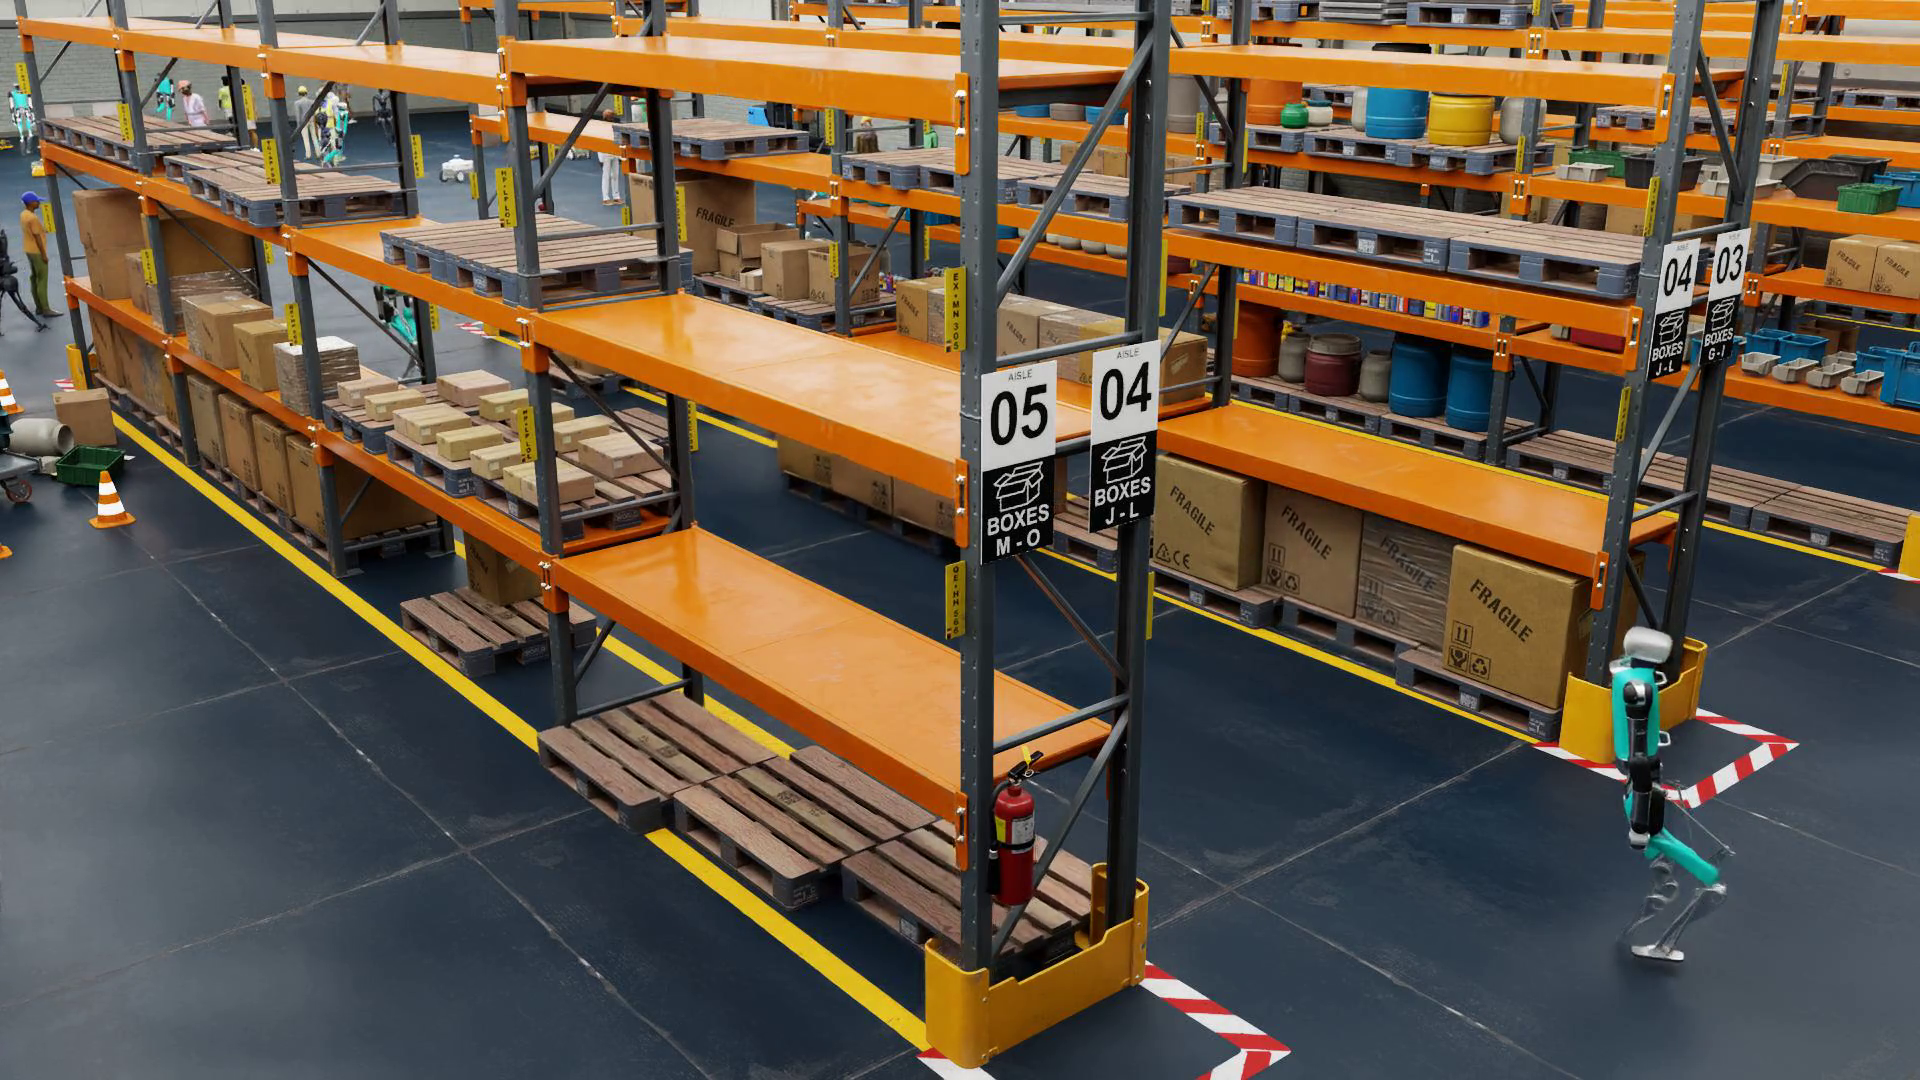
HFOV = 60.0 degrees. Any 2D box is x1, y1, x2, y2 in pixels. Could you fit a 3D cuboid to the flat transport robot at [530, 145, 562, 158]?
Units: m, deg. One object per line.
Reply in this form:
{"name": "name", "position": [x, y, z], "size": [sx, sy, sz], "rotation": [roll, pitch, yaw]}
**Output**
{"name": "flat transport robot", "position": [-10.507, -9.692, 41.519], "size": [0.659, 0.231, 1.431], "rotation": [11, 22, 28]}

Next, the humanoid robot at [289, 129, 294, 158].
{"name": "humanoid robot", "position": [-14.299, -8.208, 35.262], "size": [0.793, 1.630, 0.591], "rotation": [-2, 19, -5]}

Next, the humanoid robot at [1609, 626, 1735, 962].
{"name": "humanoid robot", "position": [3.464, 1.325, 8.049], "size": [0.763, 1.845, 0.539], "rotation": [6, 20, 17]}

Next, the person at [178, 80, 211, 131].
{"name": "person", "position": [-18.040, -9.867, 39.437], "size": [0.803, 1.990, 0.453], "rotation": [10, 22, 27]}

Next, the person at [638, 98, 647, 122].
{"name": "person", "position": [-7.854, -10.268, 40.687], "size": [0.474, 1.925, 1.011], "rotation": [-3, 20, -9]}

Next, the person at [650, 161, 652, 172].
{"name": "person", "position": [-5.058, -5.992, 28.434], "size": [0.368, 1.962, 0.607], "rotation": [6, 20, 15]}

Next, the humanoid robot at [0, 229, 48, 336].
{"name": "humanoid robot", "position": [-12.521, -3.479, 21.800], "size": [0.602, 1.639, 0.778], "rotation": [16, 25, 38]}

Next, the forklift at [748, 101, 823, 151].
{"name": "forklift", "position": [-4.526, -11.368, 42.374], "size": [1.129, 2.768, 1.873], "rotation": [-15, 24, -37]}

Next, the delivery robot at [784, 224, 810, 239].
{"name": "delivery robot", "position": [-2.879, -4.925, 27.531], "size": [0.783, 0.601, 0.499], "rotation": [3, 20, 9]}

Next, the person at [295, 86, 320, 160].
{"name": "person", "position": [-15.995, -10.206, 40.728], "size": [0.527, 1.764, 0.326], "rotation": [-18, 26, -42]}

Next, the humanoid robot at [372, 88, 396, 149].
{"name": "humanoid robot", "position": [-14.884, -10.987, 43.101], "size": [0.613, 1.630, 0.489], "rotation": [-8, 21, -21]}

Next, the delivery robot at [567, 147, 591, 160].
{"name": "delivery robot", "position": [-9.457, -9.676, 41.035], "size": [0.499, 0.589, 0.782], "rotation": [-12, 23, -31]}

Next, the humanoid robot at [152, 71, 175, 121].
{"name": "humanoid robot", "position": [-22.213, -12.074, 46.205], "size": [0.537, 1.785, 1.058], "rotation": [3, 20, 10]}

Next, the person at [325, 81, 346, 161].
{"name": "person", "position": [-15.232, -10.166, 40.413], "size": [0.518, 1.901, 0.441], "rotation": [5, 20, 15]}

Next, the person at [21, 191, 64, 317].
{"name": "person", "position": [-12.731, -3.959, 23.015], "size": [0.370, 1.717, 0.449], "rotation": [-18, 26, -42]}

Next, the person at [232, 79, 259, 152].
{"name": "person", "position": [-18.092, -10.762, 42.189], "size": [0.801, 1.843, 0.410], "rotation": [8, 21, 21]}

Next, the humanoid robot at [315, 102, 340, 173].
{"name": "humanoid robot", "position": [-14.501, -9.197, 38.003], "size": [0.444, 1.645, 0.599], "rotation": [-5, 20, -15]}

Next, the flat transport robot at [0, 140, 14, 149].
{"name": "flat transport robot", "position": [-25.288, -10.170, 42.879], "size": [1.431, 0.231, 0.659], "rotation": [2, 19, 6]}

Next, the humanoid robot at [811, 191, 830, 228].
{"name": "humanoid robot", "position": [-2.382, -6.384, 29.986], "size": [1.053, 1.777, 0.544], "rotation": [-15, 24, -36]}

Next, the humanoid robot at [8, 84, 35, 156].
{"name": "humanoid robot", "position": [-23.347, -10.423, 41.500], "size": [0.550, 1.845, 0.765], "rotation": [-11, 22, -28]}

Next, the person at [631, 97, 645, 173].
{"name": "person", "position": [-7.318, -9.134, 37.482], "size": [0.355, 1.895, 0.581], "rotation": [5, 20, 15]}

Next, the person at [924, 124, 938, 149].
{"name": "person", "position": [-0.603, -7.535, 33.174], "size": [0.477, 1.734, 0.317], "rotation": [16, 25, 38]}

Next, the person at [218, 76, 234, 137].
{"name": "person", "position": [-20.058, -11.905, 45.725], "size": [0.854, 1.659, 0.529], "rotation": [13, 23, 33]}

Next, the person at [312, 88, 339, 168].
{"name": "person", "position": [-14.713, -9.514, 38.581], "size": [0.519, 1.886, 0.392], "rotation": [-12, 23, -31]}

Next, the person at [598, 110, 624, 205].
{"name": "person", "position": [-7.014, -7.659, 33.321], "size": [0.352, 1.878, 0.564], "rotation": [14, 24, 35]}

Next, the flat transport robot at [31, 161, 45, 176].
{"name": "flat transport robot", "position": [-21.016, -8.566, 38.314], "size": [0.659, 0.231, 1.431], "rotation": [-10, 22, -26]}

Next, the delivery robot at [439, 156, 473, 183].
{"name": "delivery robot", "position": [-11.166, -8.225, 36.912], "size": [0.499, 0.594, 0.778], "rotation": [7, 21, 20]}

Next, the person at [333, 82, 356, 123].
{"name": "person", "position": [-18.413, -13.272, 49.358], "size": [0.523, 1.830, 0.972], "rotation": [15, 24, 36]}

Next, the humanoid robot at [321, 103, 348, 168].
{"name": "humanoid robot", "position": [-13.697, -8.603, 36.243], "size": [0.837, 1.791, 0.599], "rotation": [-7, 21, -19]}

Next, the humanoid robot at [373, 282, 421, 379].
{"name": "humanoid robot", "position": [-6.294, -2.579, 19.098], "size": [0.944, 1.768, 0.542], "rotation": [18, 26, 42]}

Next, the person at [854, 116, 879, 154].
{"name": "person", "position": [-1.884, -7.691, 33.577], "size": [0.571, 1.751, 0.443], "rotation": [-10, 22, -27]}

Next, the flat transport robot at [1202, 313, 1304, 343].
{"name": "flat transport robot", "position": [3.808, -2.804, 21.918], "size": [0.659, 0.231, 1.431], "rotation": [-13, 23, -33]}
